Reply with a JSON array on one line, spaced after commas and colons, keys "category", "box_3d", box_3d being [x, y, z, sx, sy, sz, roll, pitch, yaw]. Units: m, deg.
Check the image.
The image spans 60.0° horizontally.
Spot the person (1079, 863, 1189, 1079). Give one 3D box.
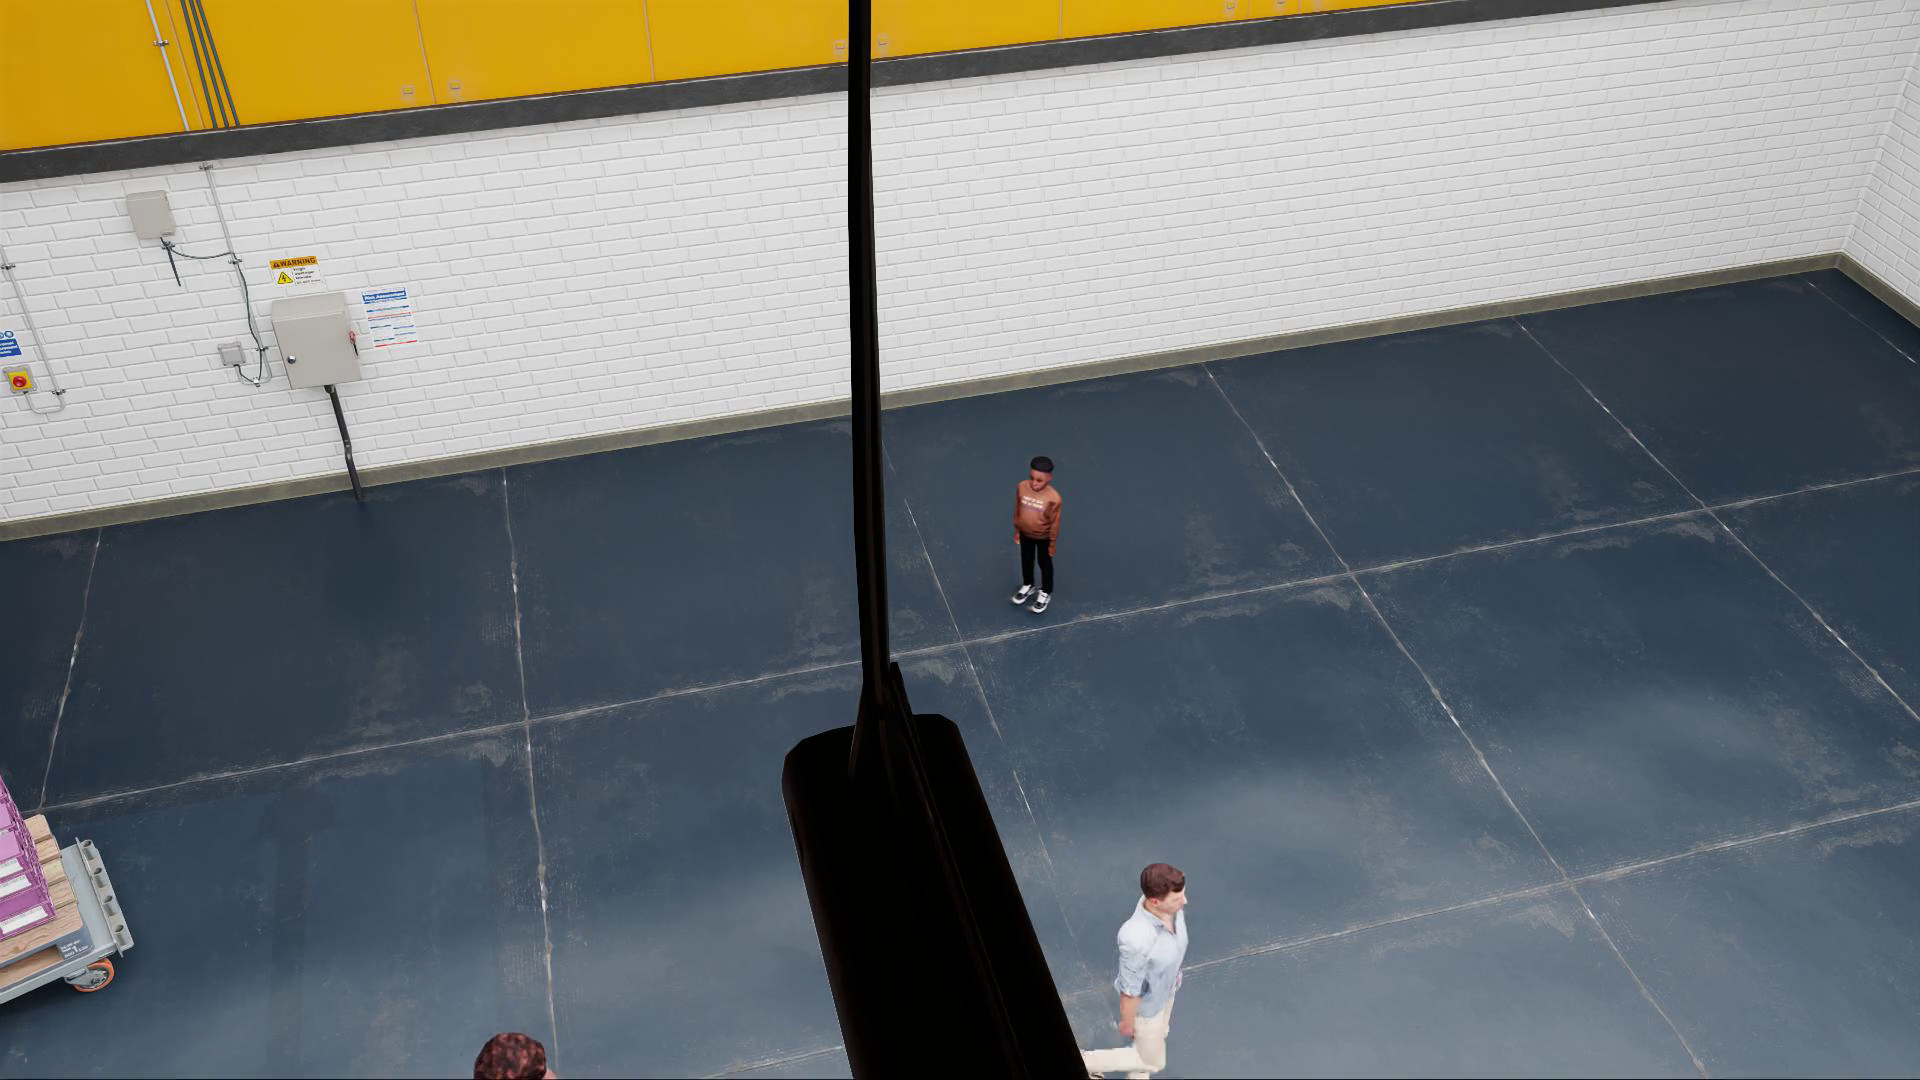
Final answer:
[{"category": "person", "box_3d": [0.858, 2.209, 8.301, 0.932, 1.834, 0.874, 18, 42, 21]}]

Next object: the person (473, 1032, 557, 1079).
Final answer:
[{"category": "person", "box_3d": [-2.000, 2.781, 7.645, 0.714, 1.760, 1.040, -18, 42, -21]}]

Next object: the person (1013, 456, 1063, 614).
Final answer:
[{"category": "person", "box_3d": [0.547, -0.071, 11.621, 0.581, 1.255, 0.650, 22, 44, 26]}]
